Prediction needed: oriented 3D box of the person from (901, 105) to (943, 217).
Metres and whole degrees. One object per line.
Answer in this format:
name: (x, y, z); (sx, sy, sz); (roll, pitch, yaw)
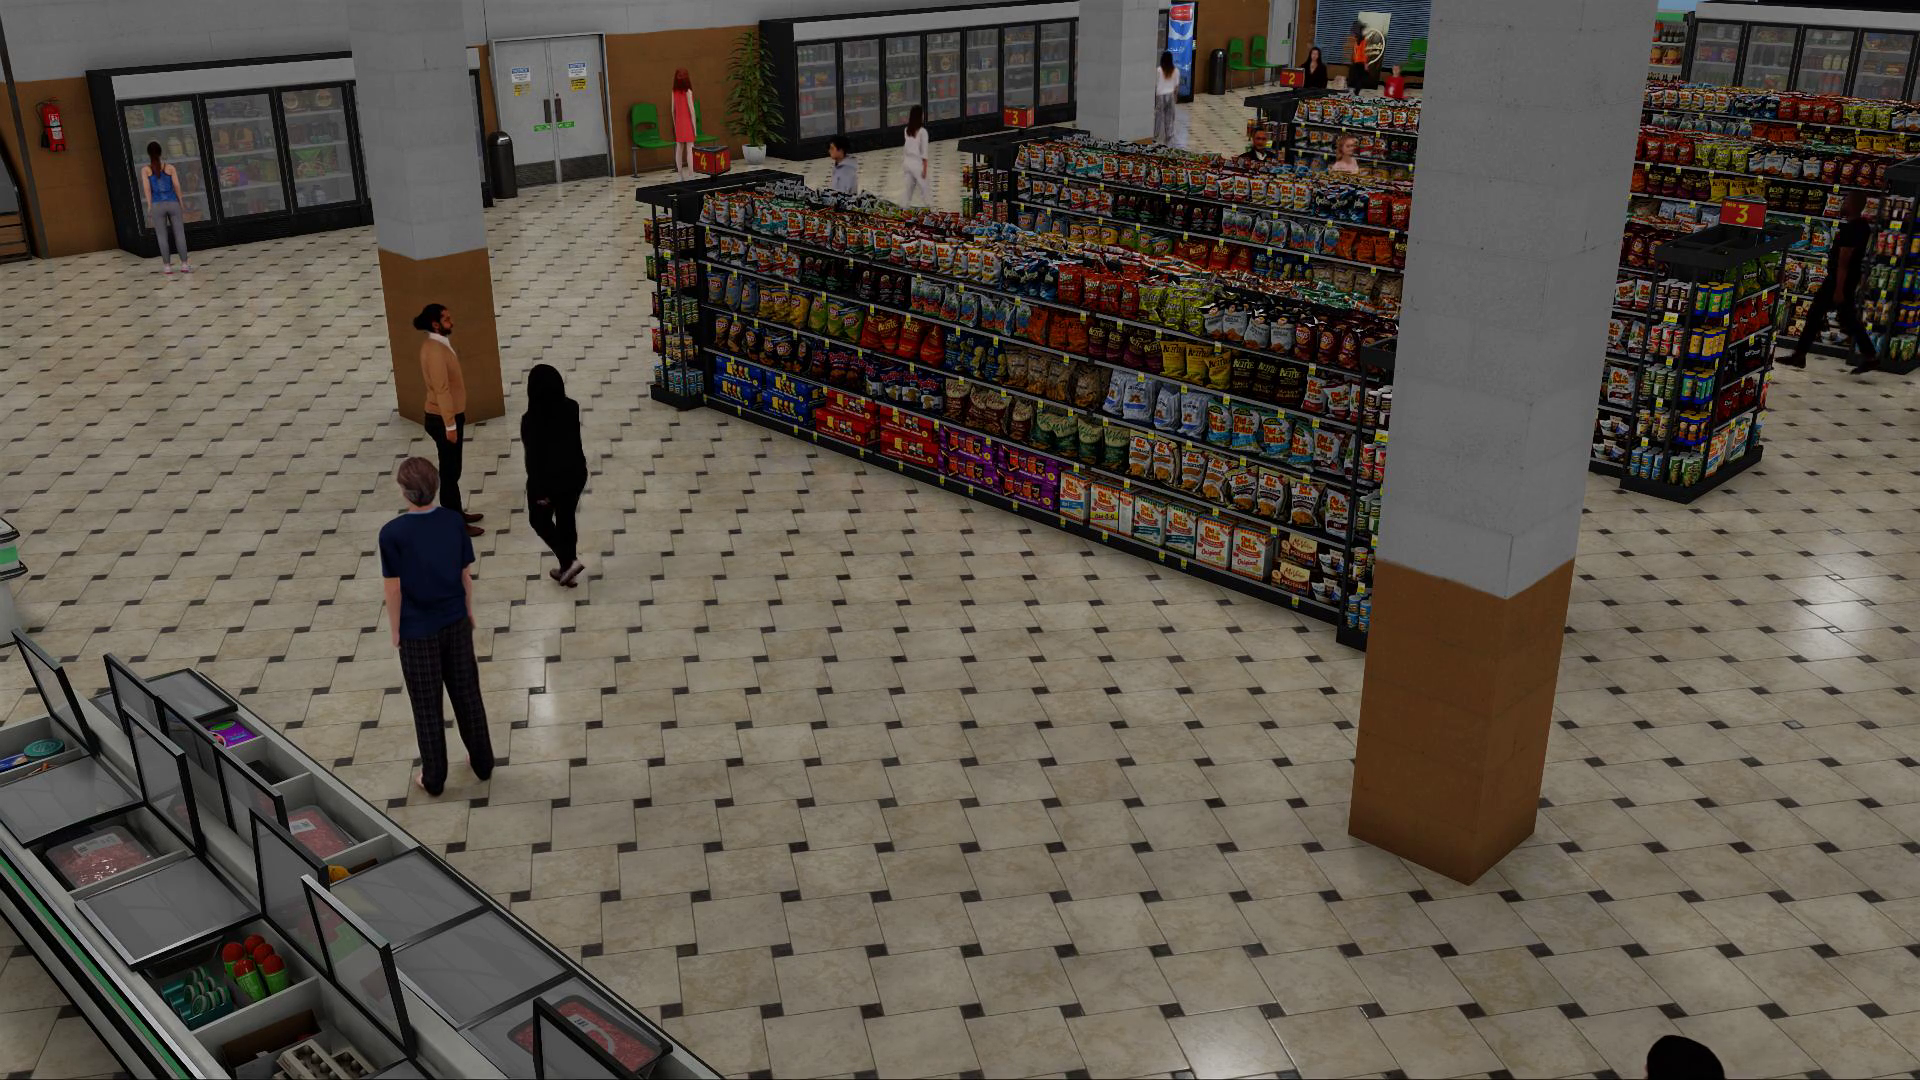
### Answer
person: (-0.666, -5.185, 23.211); (1.021, 1.648, 0.784); (15, 26, 33)

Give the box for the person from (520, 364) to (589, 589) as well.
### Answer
person: (-2.708, -0.403, 11.367); (0.751, 1.606, 0.668); (17, 28, 36)

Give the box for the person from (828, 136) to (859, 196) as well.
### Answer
person: (-1.216, -3.673, 19.118); (1.076, 1.895, 1.149); (-7, 23, -17)

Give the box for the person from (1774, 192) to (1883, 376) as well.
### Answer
person: (8.709, -2.460, 16.255); (1.204, 1.777, 0.708); (19, 29, 39)

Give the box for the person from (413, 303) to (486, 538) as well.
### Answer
person: (-3.836, -0.901, 12.410); (0.810, 1.753, 0.680); (-7, 23, -16)

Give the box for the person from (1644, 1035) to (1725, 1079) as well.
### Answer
person: (2.046, 2.173, 4.916); (0.625, 1.636, 0.549); (-19, 28, -39)

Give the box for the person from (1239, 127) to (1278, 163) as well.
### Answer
person: (3.514, -3.948, 19.789); (0.800, 1.904, 0.780); (-7, 23, -17)

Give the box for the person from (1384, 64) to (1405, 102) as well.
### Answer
person: (8.315, -8.443, 31.840); (0.876, 1.261, 0.697); (13, 25, 29)

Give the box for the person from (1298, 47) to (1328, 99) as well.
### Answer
person: (6.397, -8.057, 30.243); (0.812, 1.735, 0.885); (8, 23, 18)

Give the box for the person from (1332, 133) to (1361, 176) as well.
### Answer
person: (4.528, -3.952, 19.932); (0.635, 1.806, 0.886); (-18, 28, -38)

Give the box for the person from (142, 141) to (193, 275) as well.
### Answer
person: (-9.854, -4.124, 20.622); (0.625, 1.610, 0.627); (-11, 25, -26)

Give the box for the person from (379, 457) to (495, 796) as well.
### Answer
person: (-2.795, 0.460, 8.868); (0.663, 1.868, 0.559); (-18, 28, -38)

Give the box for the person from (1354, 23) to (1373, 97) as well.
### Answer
person: (8.551, -10.132, 35.453); (0.777, 1.701, 0.789); (0, 22, 0)

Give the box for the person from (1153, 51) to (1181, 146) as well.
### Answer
person: (3.753, -8.009, 30.274); (1.139, 1.623, 1.242); (-2, 22, -4)

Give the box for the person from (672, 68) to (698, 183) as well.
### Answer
person: (-4.358, -6.520, 26.295); (0.496, 1.827, 0.676); (15, 27, 34)
